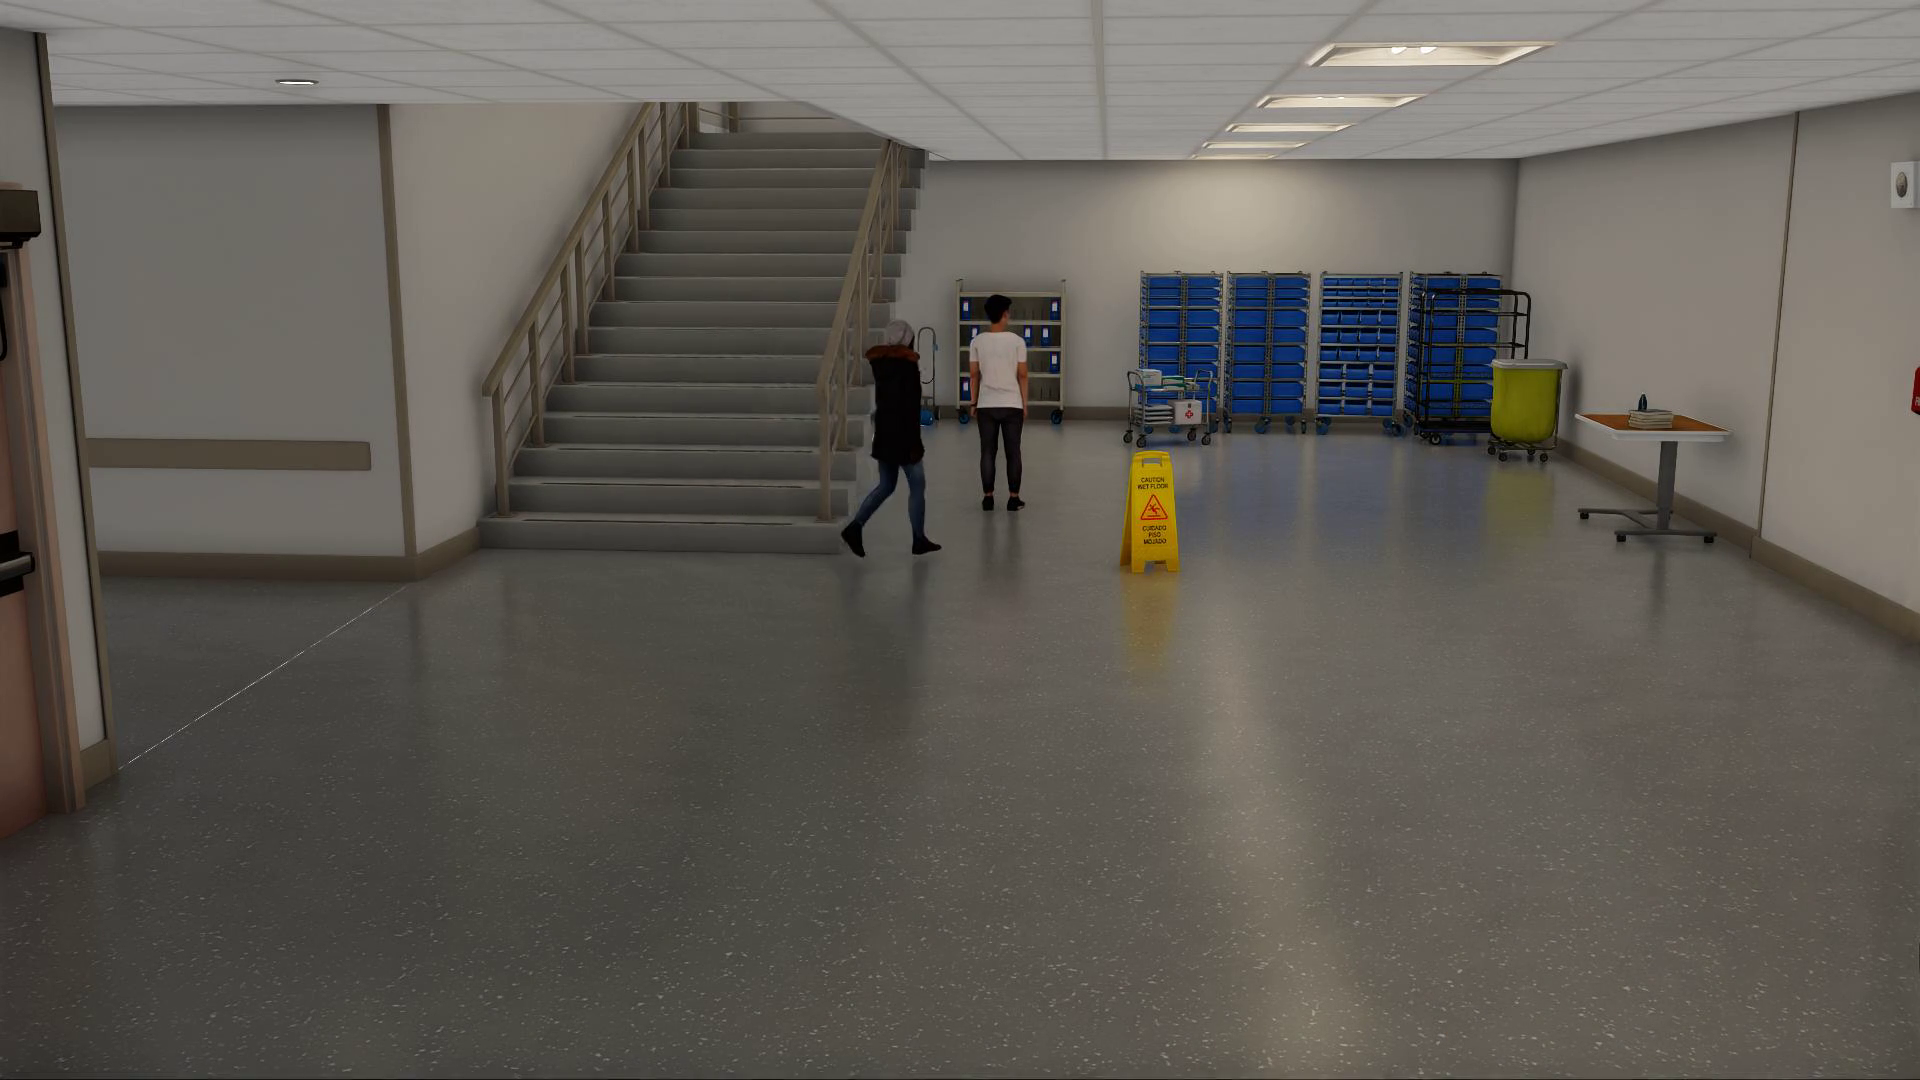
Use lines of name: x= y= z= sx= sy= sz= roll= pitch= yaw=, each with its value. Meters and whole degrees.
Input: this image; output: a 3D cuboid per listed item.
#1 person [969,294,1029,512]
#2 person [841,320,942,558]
person: x=0.312 y=-1.103 z=13.309 sx=0.637 sy=1.720 sz=0.556 roll=2 pitch=11 yaw=10
person: x=-0.482 y=-0.656 z=11.247 sx=1.094 sy=1.610 sz=1.015 roll=-10 pitch=14 yaw=-42
